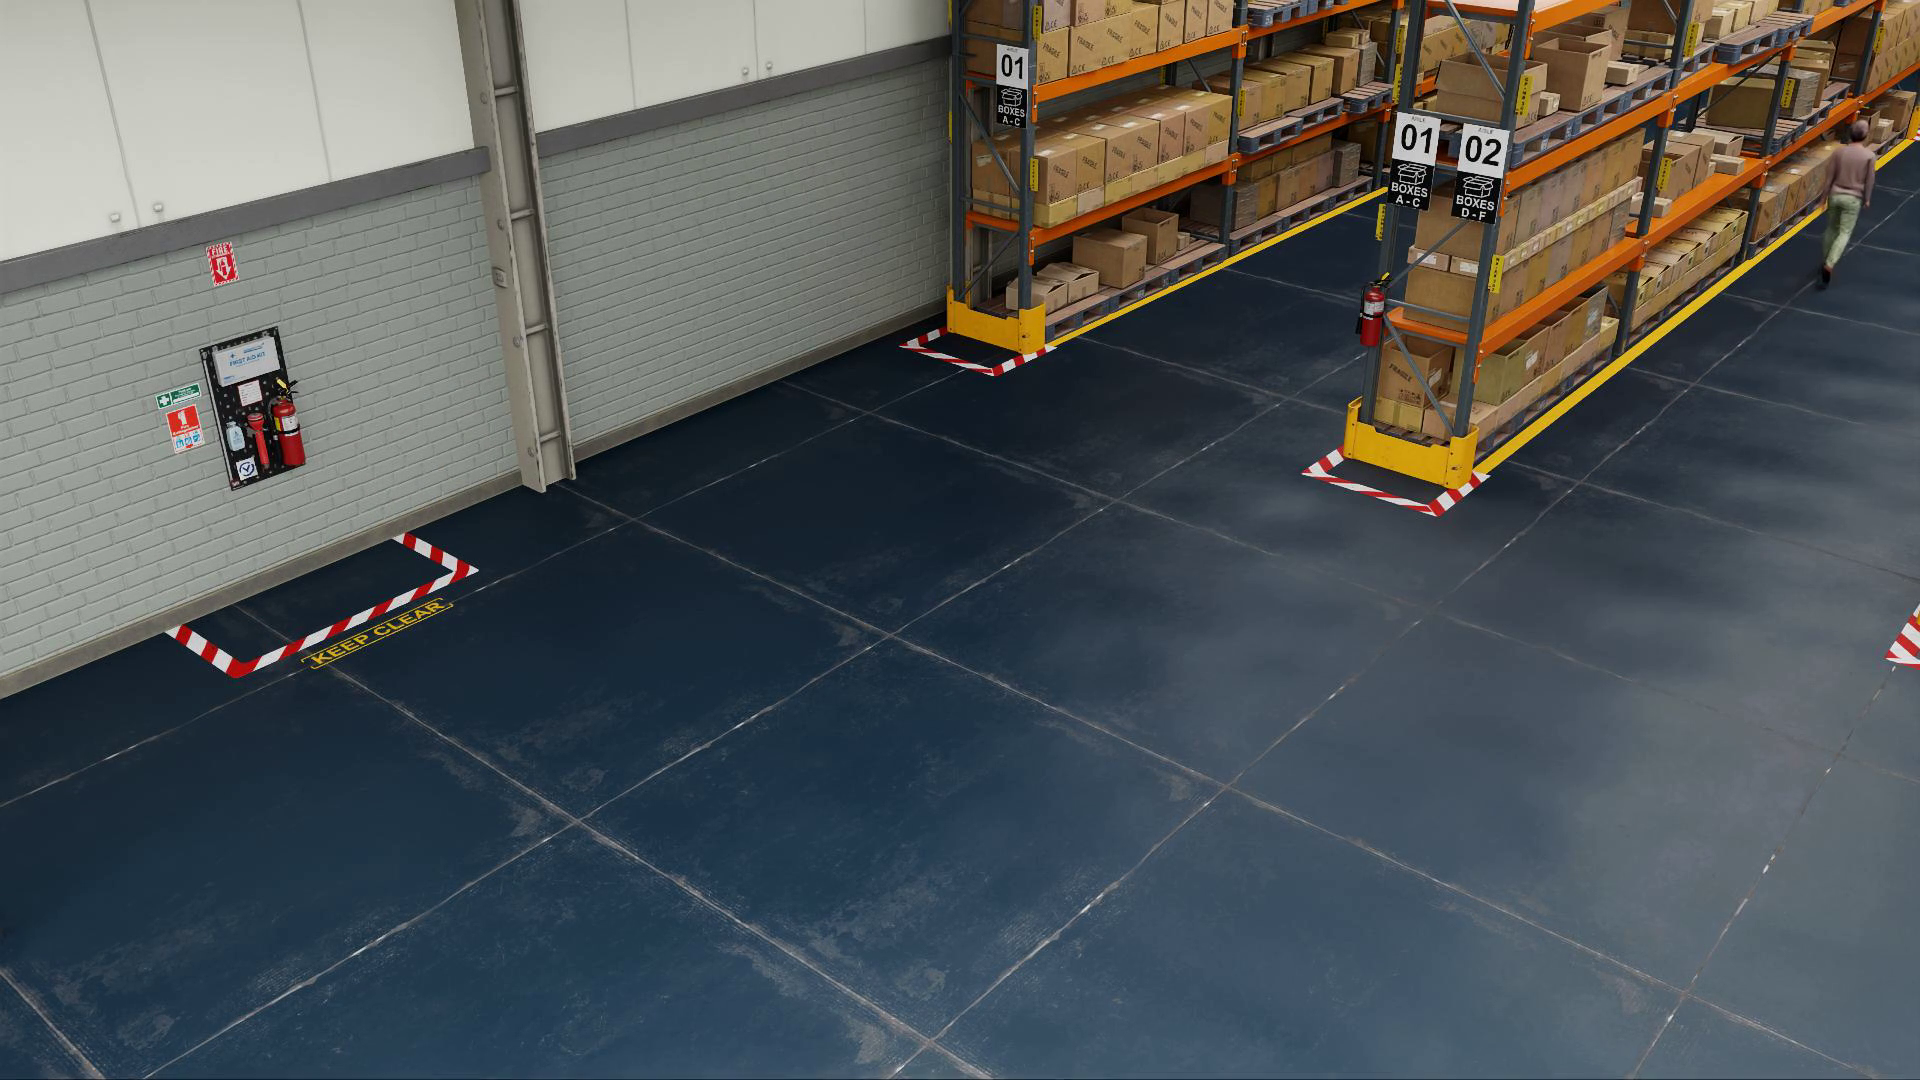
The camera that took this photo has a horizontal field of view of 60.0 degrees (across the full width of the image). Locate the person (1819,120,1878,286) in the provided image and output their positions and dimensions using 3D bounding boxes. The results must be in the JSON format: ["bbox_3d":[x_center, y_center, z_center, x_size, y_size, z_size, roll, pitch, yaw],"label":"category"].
[{"bbox_3d":[10.360,-3.938,19.498,0.659,1.851,1.194,22,35,35],"label":"person"}]
